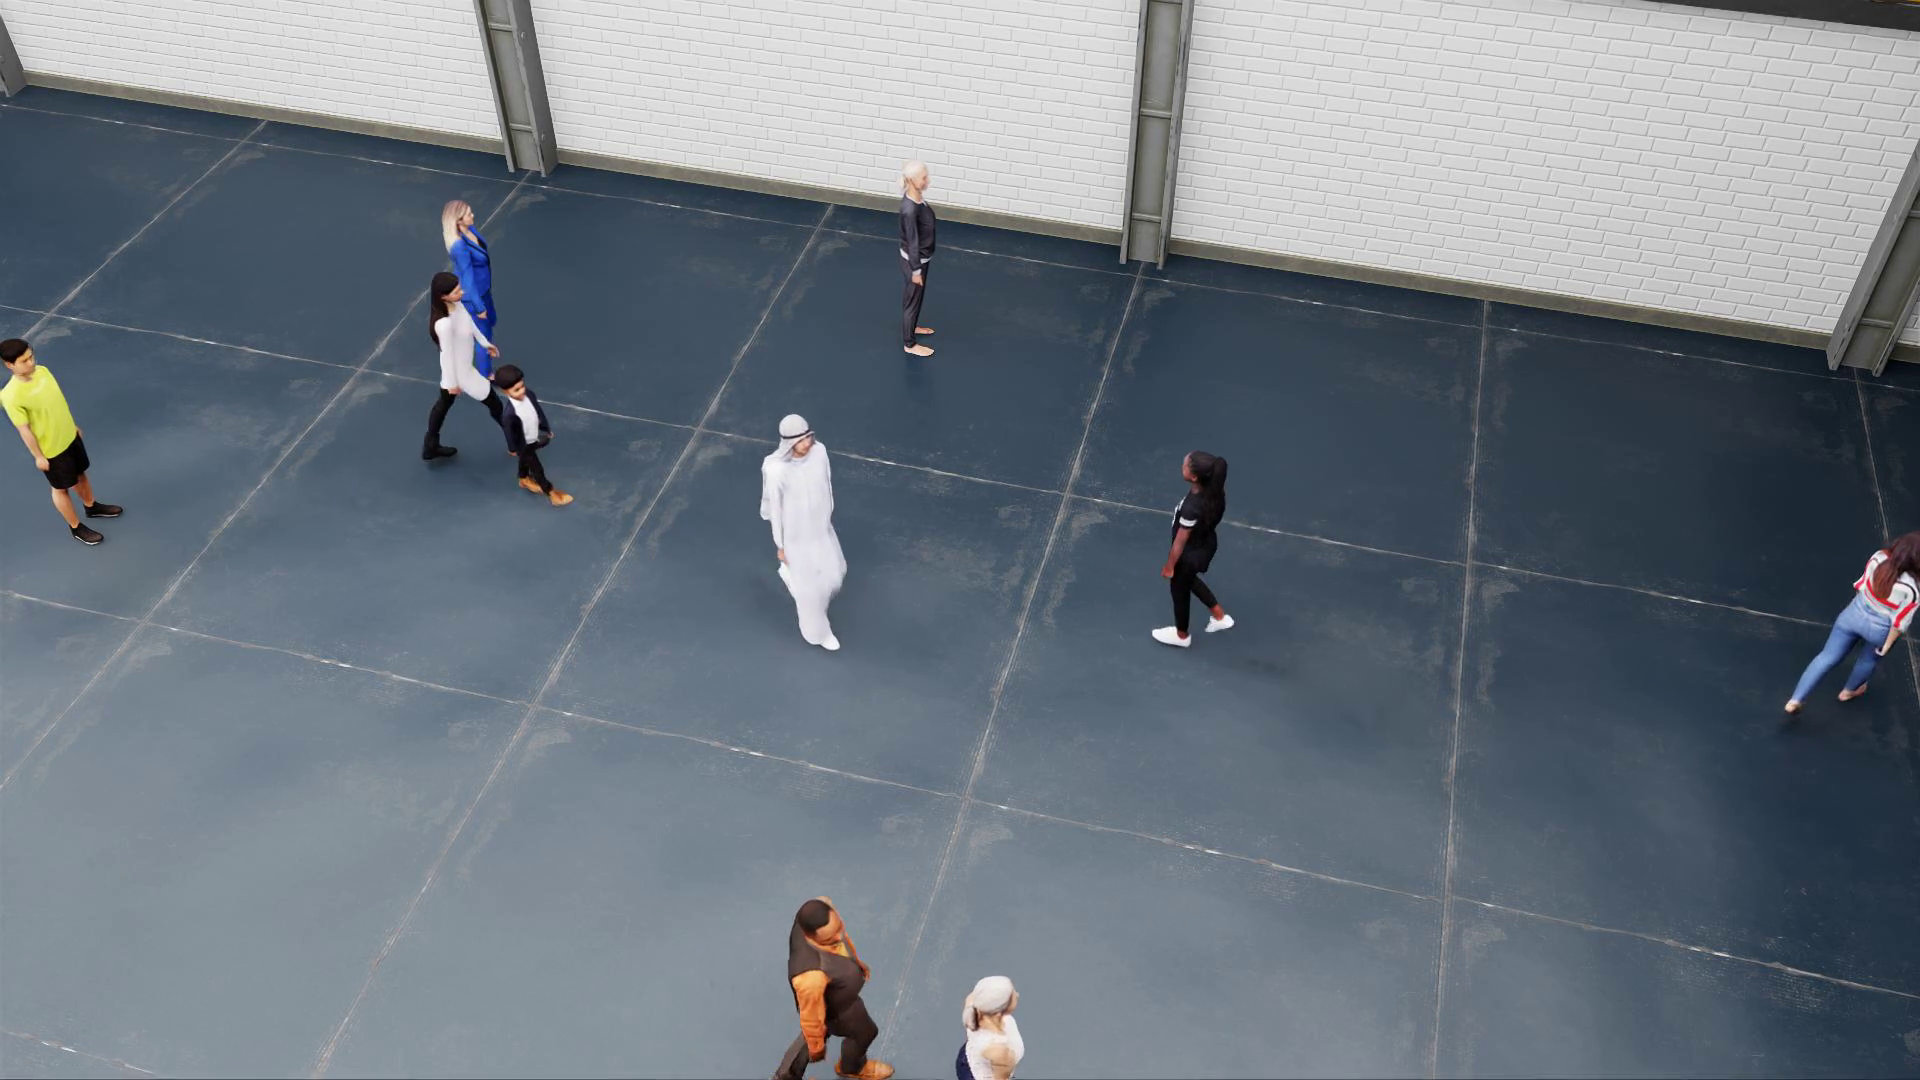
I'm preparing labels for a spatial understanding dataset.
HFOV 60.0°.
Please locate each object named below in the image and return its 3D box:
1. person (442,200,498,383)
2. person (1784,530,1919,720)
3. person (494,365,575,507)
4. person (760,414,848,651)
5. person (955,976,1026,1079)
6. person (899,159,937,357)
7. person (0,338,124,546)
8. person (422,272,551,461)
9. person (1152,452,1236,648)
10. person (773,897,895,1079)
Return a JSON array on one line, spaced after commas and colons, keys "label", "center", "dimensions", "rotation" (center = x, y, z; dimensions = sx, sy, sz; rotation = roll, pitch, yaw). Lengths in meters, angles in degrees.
[{"label": "person", "center": [-3.935, -1.931, 13.132], "dimensions": [0.893, 1.683, 0.831], "rotation": [-7, 44, -7]}, {"label": "person", "center": [5.730, 0.559, 10.588], "dimensions": [1.064, 1.586, 1.023], "rotation": [-24, 49, -23]}, {"label": "person", "center": [-3.262, -0.801, 12.293], "dimensions": [0.809, 1.203, 0.563], "rotation": [16, 46, 16]}, {"label": "person", "center": [-1.084, -0.092, 11.037], "dimensions": [0.932, 1.909, 1.041], "rotation": [-33, 53, -30]}, {"label": "person", "center": [0.049, 2.715, 8.248], "dimensions": [0.782, 1.692, 0.739], "rotation": [-14, 45, -14]}, {"label": "person", "center": [-0.365, -2.318, 13.507], "dimensions": [0.603, 1.726, 0.665], "rotation": [0, 44, 0]}, {"label": "person", "center": [-6.476, -0.731, 11.854], "dimensions": [0.552, 1.708, 0.636], "rotation": [6, 44, 6]}, {"label": "person", "center": [-3.816, -1.241, 12.364], "dimensions": [1.276, 1.743, 1.037], "rotation": [-11, 45, -12]}, {"label": "person", "center": [1.602, 0.117, 10.955], "dimensions": [0.811, 1.720, 0.679], "rotation": [20, 47, 19]}, {"label": "person", "center": [-0.746, 2.374, 8.484], "dimensions": [1.079, 1.861, 0.937], "rotation": [-10, 45, -11]}]
